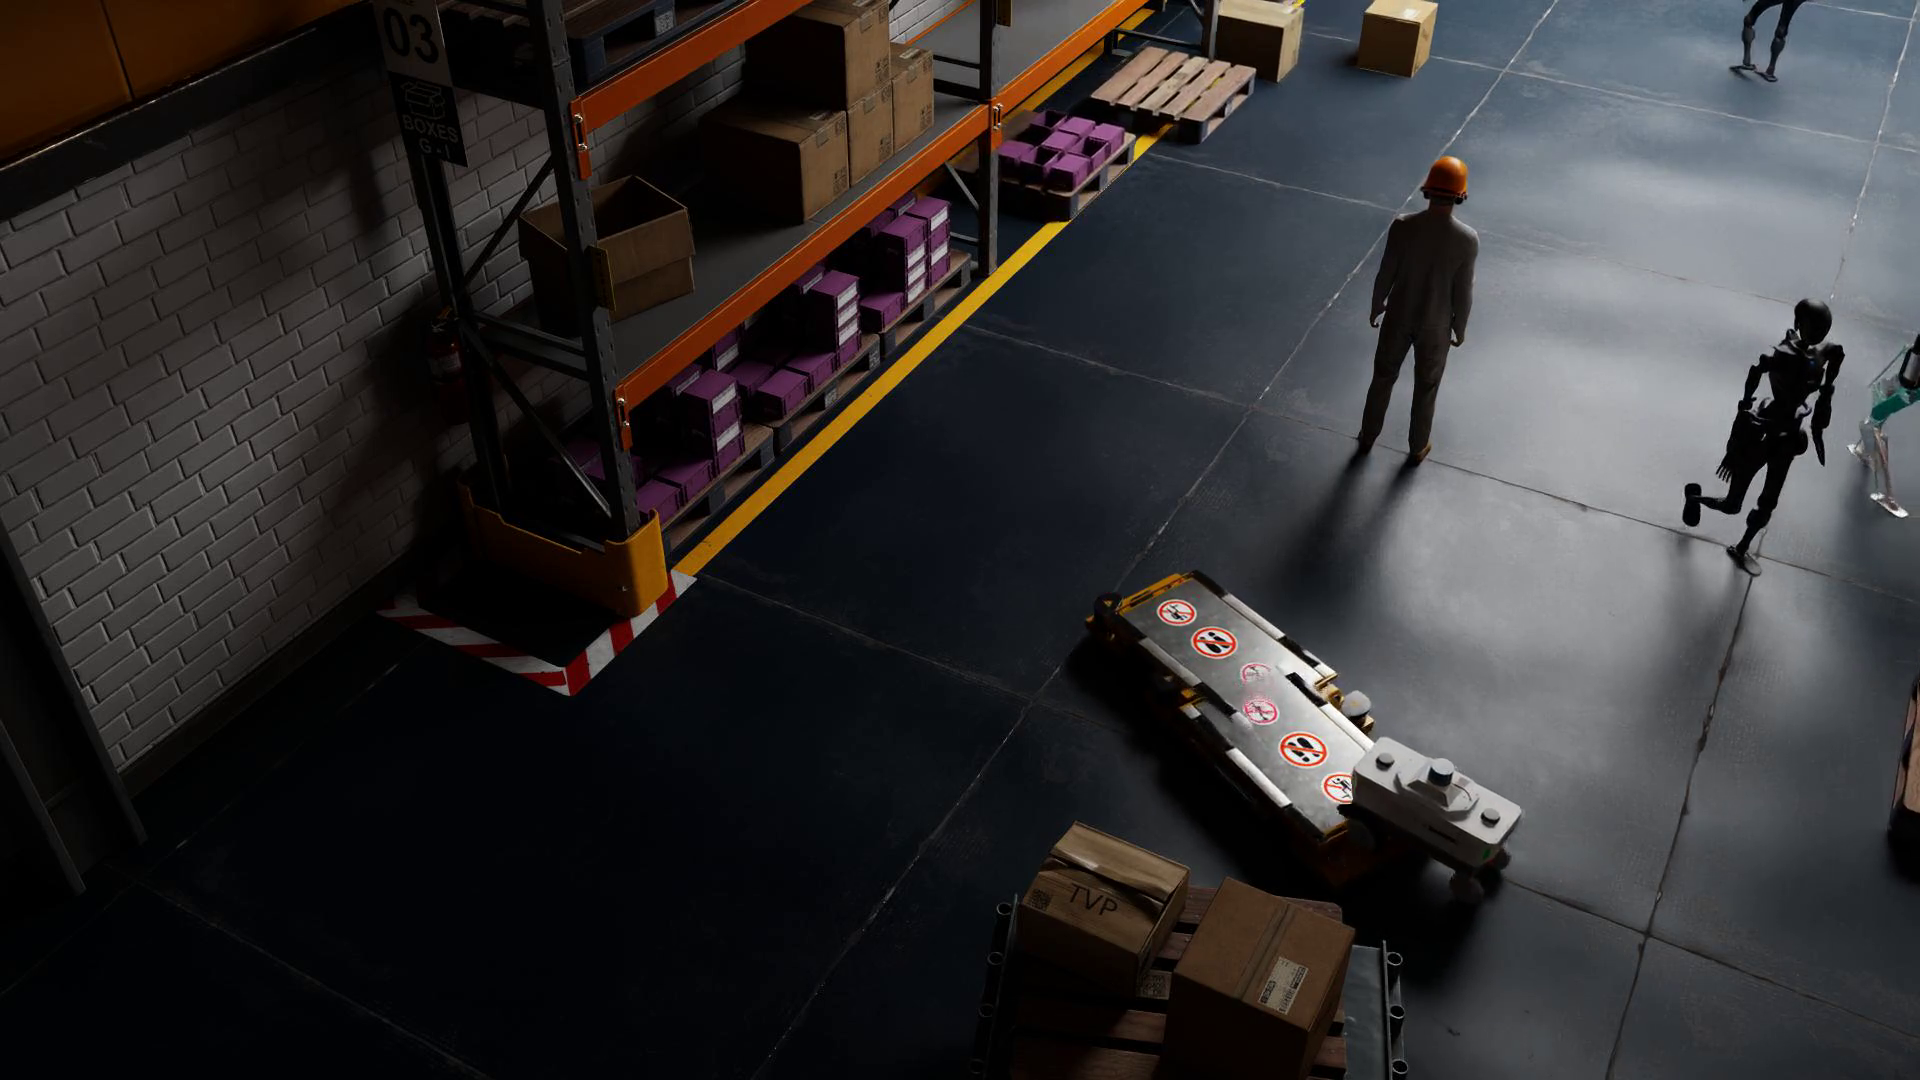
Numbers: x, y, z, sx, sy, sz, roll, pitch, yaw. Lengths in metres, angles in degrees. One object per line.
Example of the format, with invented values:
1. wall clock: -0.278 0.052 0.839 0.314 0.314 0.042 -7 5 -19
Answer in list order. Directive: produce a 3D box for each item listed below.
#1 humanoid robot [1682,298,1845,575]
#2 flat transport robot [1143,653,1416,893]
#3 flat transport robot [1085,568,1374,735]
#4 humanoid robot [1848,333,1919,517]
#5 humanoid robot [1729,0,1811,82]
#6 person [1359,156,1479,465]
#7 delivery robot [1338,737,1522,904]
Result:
1. humanoid robot: 4.294 -0.604 8.860 0.588 1.642 0.555 -9 39 -11
2. flat transport robot: 1.563 1.029 7.933 0.659 0.231 1.431 -21 43 -24
3. flat transport robot: 1.341 0.641 8.419 0.659 0.231 1.431 -25 45 -28
4. humanoid robot: 5.390 -1.059 9.407 0.542 1.796 0.856 -11 40 -14
5. humanoid robot: 6.934 -4.696 13.962 0.595 1.645 0.374 -6 39 -7
6. person: 2.642 -1.307 9.564 0.560 1.888 0.399 16 41 19
7. delivery robot: 2.096 1.221 7.480 0.815 0.614 0.499 28 46 30
